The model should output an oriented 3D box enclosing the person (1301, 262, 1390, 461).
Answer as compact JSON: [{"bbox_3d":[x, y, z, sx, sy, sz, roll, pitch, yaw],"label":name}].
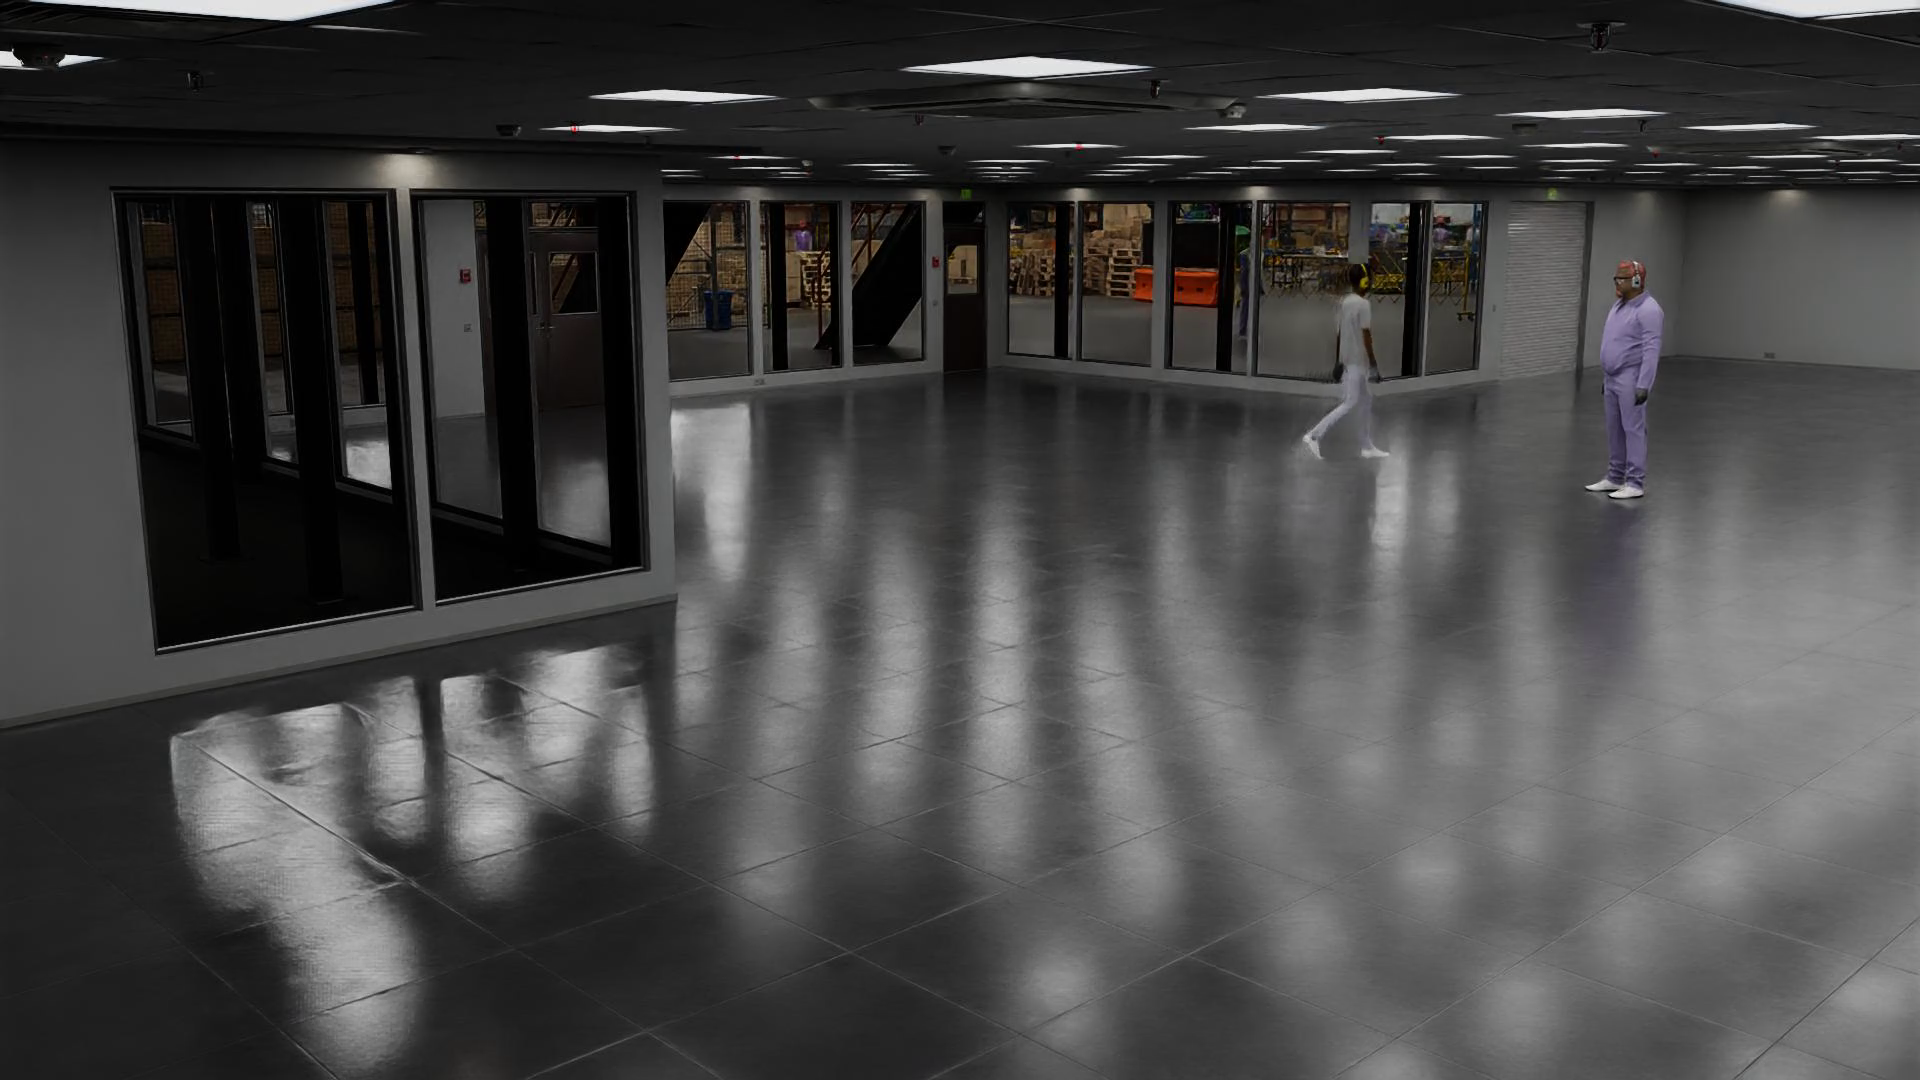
[{"bbox_3d":[3.605,-1.642,15.387,0.875,1.839,0.519,-2,11,-8],"label":"person"}]

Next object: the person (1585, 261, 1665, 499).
[{"bbox_3d":[5.362,-1.290,13.428,0.401,1.907,0.646,-1,11,-6],"label":"person"}]
